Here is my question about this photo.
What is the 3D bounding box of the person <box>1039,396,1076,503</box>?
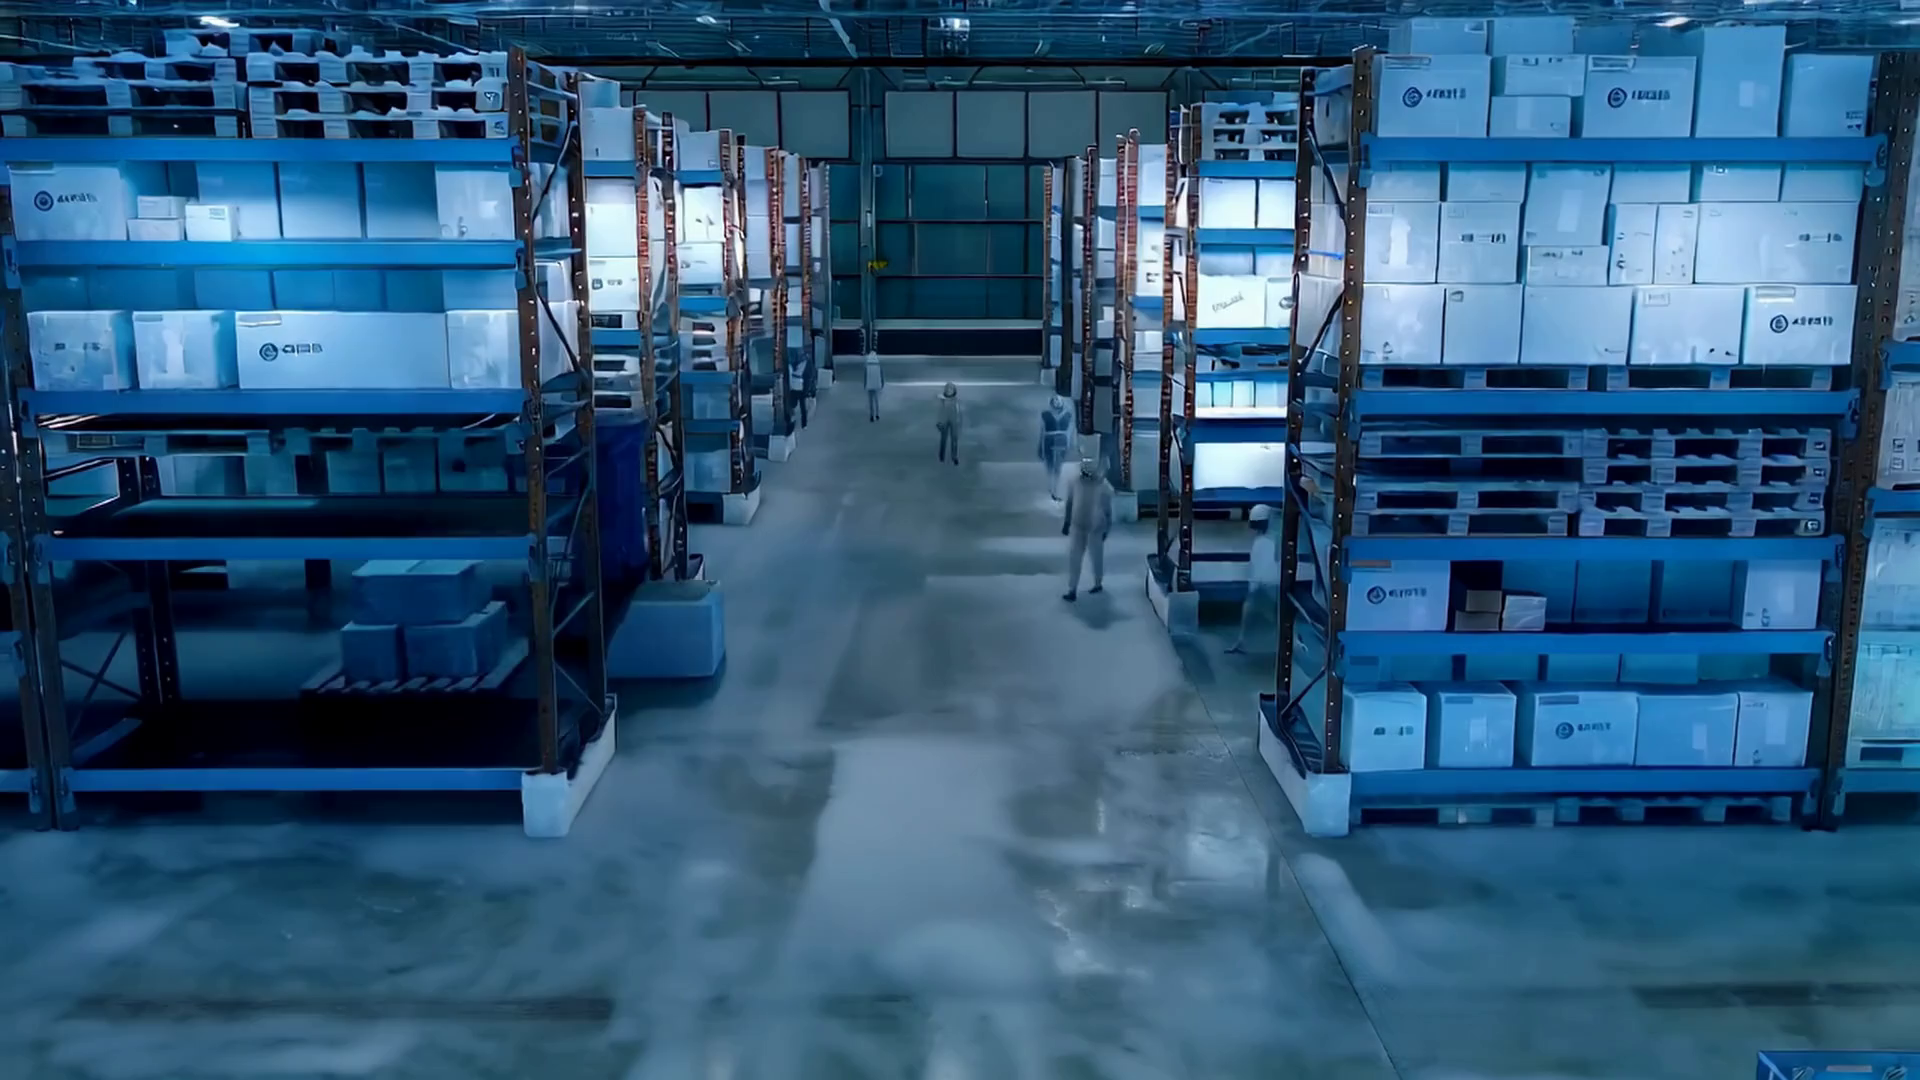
[{"bbox_3d":[1.644,-1.558,28.168,0.597,1.792,0.945,-2,12,-8],"label":"person"}]

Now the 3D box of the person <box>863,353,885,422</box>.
[{"bbox_3d":[-1.987,-3.531,38.402,0.500,1.595,0.855,-1,11,-4],"label":"person"}]

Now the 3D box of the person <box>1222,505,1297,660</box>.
[{"bbox_3d":[3.373,0.474,18.216,0.869,1.735,0.544,2,12,11],"label":"person"}]

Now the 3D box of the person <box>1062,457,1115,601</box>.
[{"bbox_3d":[1.601,-0.155,21.077,0.691,1.832,1.028,4,12,21],"label":"person"}]

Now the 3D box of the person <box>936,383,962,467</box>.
[{"bbox_3d":[-0.219,-2.240,31.996,0.513,1.593,0.846,-3,12,-15],"label":"person"}]

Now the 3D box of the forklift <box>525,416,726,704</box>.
[{"bbox_3d":[-3.392,0.179,16.812,1.873,2.768,1.129,0,11,-1],"label":"forklift"}]

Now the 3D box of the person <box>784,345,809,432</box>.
[{"bbox_3d":[-3.594,-3.325,36.577,0.596,1.916,0.372,4,12,19],"label":"person"}]
